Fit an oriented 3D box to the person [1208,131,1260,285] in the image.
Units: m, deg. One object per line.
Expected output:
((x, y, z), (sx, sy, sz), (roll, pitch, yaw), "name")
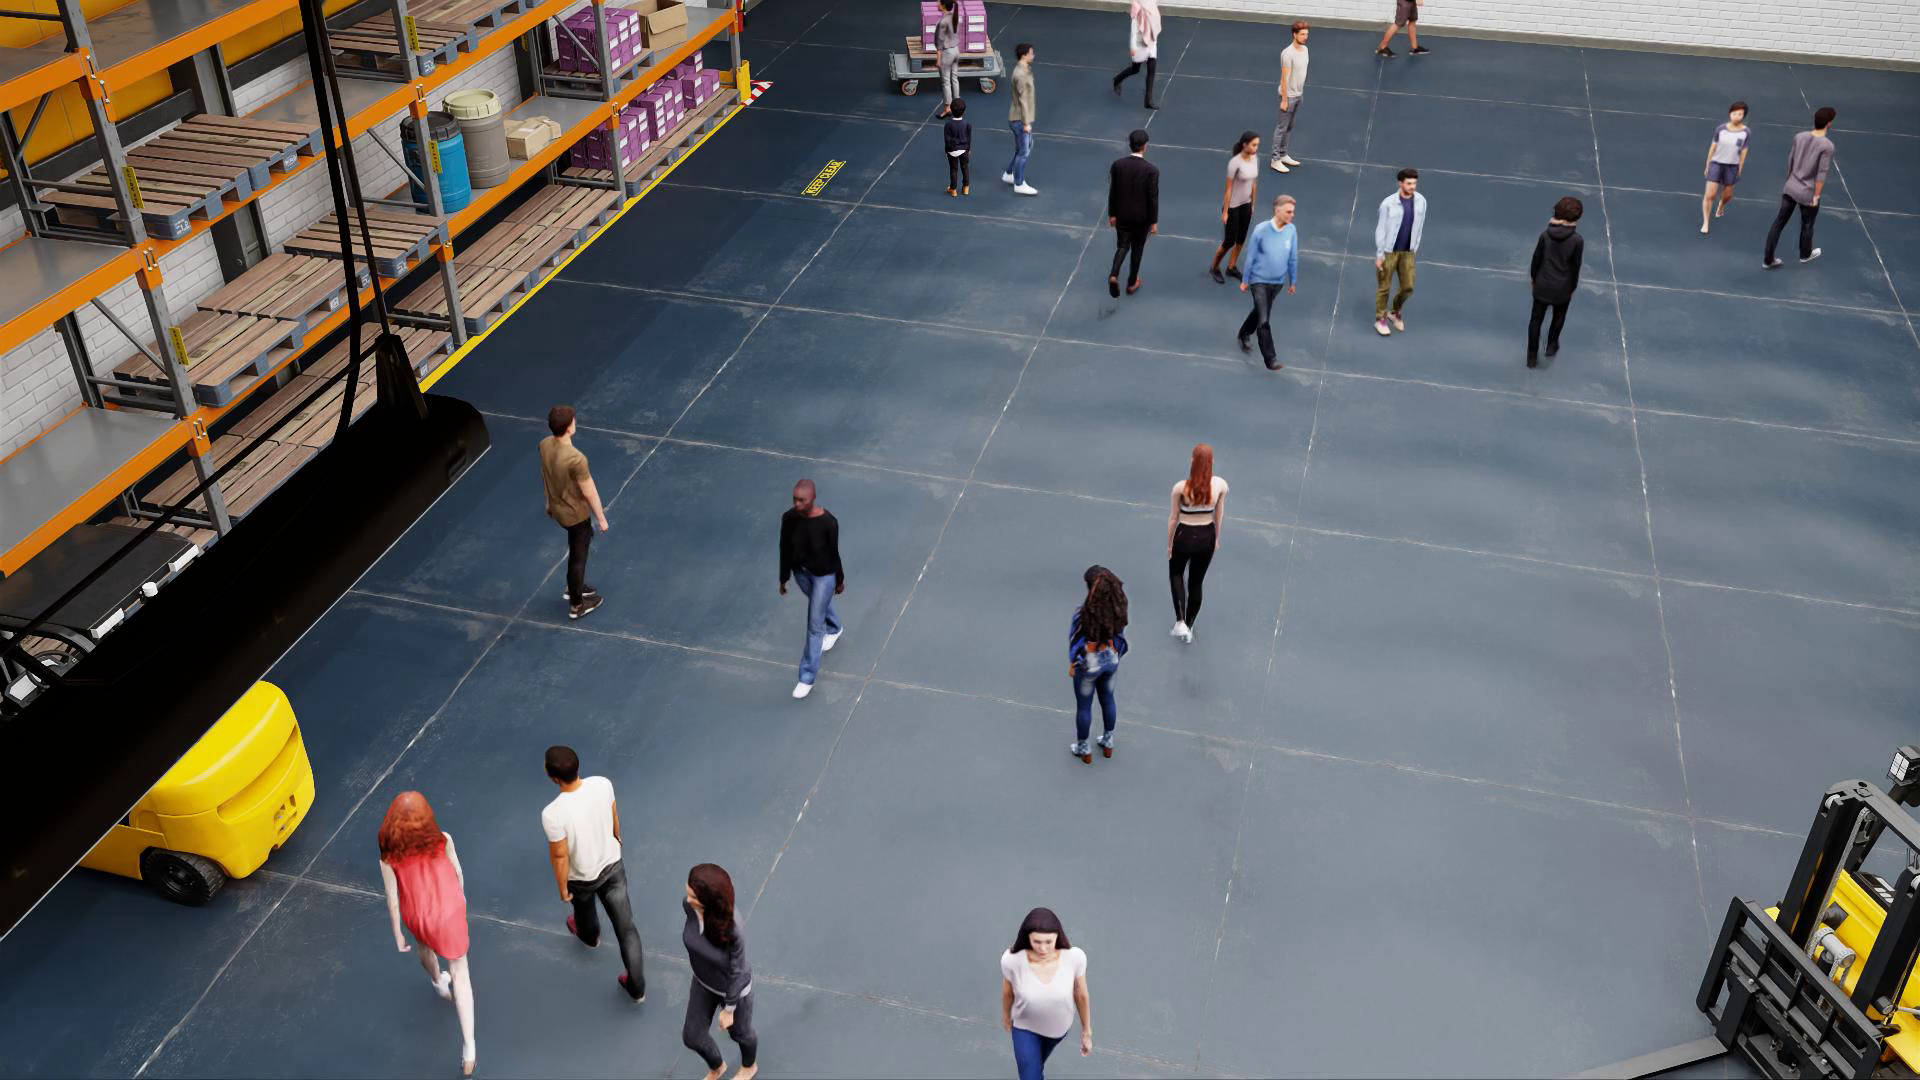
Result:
((3.039, -3.671, 18.332), (0.722, 1.725, 0.808), (-21, 39, -29), "person")

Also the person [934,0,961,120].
((-0.158, -6.642, 22.847), (0.738, 1.676, 0.603), (19, 38, 26), "person")

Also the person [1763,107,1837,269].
((9.340, -3.892, 18.574), (1.128, 1.825, 1.068), (-18, 37, -25), "person")

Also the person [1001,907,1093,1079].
((0.438, 2.563, 9.031), (0.899, 1.641, 1.169), (-4, 34, -7), "person")

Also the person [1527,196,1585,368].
((5.902, -2.525, 16.577), (0.742, 1.761, 0.878), (17, 37, 23), "person")

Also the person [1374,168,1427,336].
((4.498, -3.020, 17.286), (0.780, 1.800, 0.772), (-5, 34, -8), "person")

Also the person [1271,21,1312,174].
((4.209, -5.672, 21.191), (0.798, 1.893, 0.648), (23, 40, 31), "person")

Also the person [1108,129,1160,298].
((1.820, -3.454, 17.888), (0.803, 1.855, 1.015), (14, 36, 20), "person")

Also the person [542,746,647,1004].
((-2.110, 1.984, 9.797), (1.166, 1.757, 1.122), (-26, 42, -34), "person")

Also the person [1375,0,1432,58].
((6.659, -8.170, 25.005), (0.786, 1.832, 1.023), (5, 34, 8), "person")

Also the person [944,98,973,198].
((-0.021, -4.867, 20.582), (0.586, 1.227, 0.621), (-8, 34, -11), "person")

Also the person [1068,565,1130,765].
((0.951, 0.861, 11.610), (0.694, 1.620, 0.744), (-16, 37, -22), "person")

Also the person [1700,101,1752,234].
((9.021, -4.423, 19.625), (0.646, 1.547, 0.830), (15, 36, 21), "person")

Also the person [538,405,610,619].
((-3.114, -0.179, 12.978), (0.807, 1.838, 0.816), (27, 42, 35), "person")

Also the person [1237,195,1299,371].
((3.062, -2.653, 16.778), (1.119, 1.751, 1.287), (-10, 35, -15), "person")

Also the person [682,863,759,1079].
((-1.253, 2.387, 9.192), (0.692, 1.755, 0.717), (19, 38, 26), "person")

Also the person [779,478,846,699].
((-1.061, 0.235, 12.481), (0.681, 1.698, 1.183), (12, 36, 18), "person")

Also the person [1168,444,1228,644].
((1.799, 0.086, 12.671), (0.671, 1.736, 0.738), (-1, 34, -1), "person")

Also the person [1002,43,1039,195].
((0.726, -5.214, 20.523), (0.815, 1.869, 0.683), (1, 34, 1), "person")

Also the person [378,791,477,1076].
((-2.939, 2.227, 9.409), (1.010, 1.781, 1.216), (-11, 35, -16), "person")

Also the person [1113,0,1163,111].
((2.490, -6.935, 23.194), (1.139, 1.779, 1.089), (-26, 42, -34), "person")
